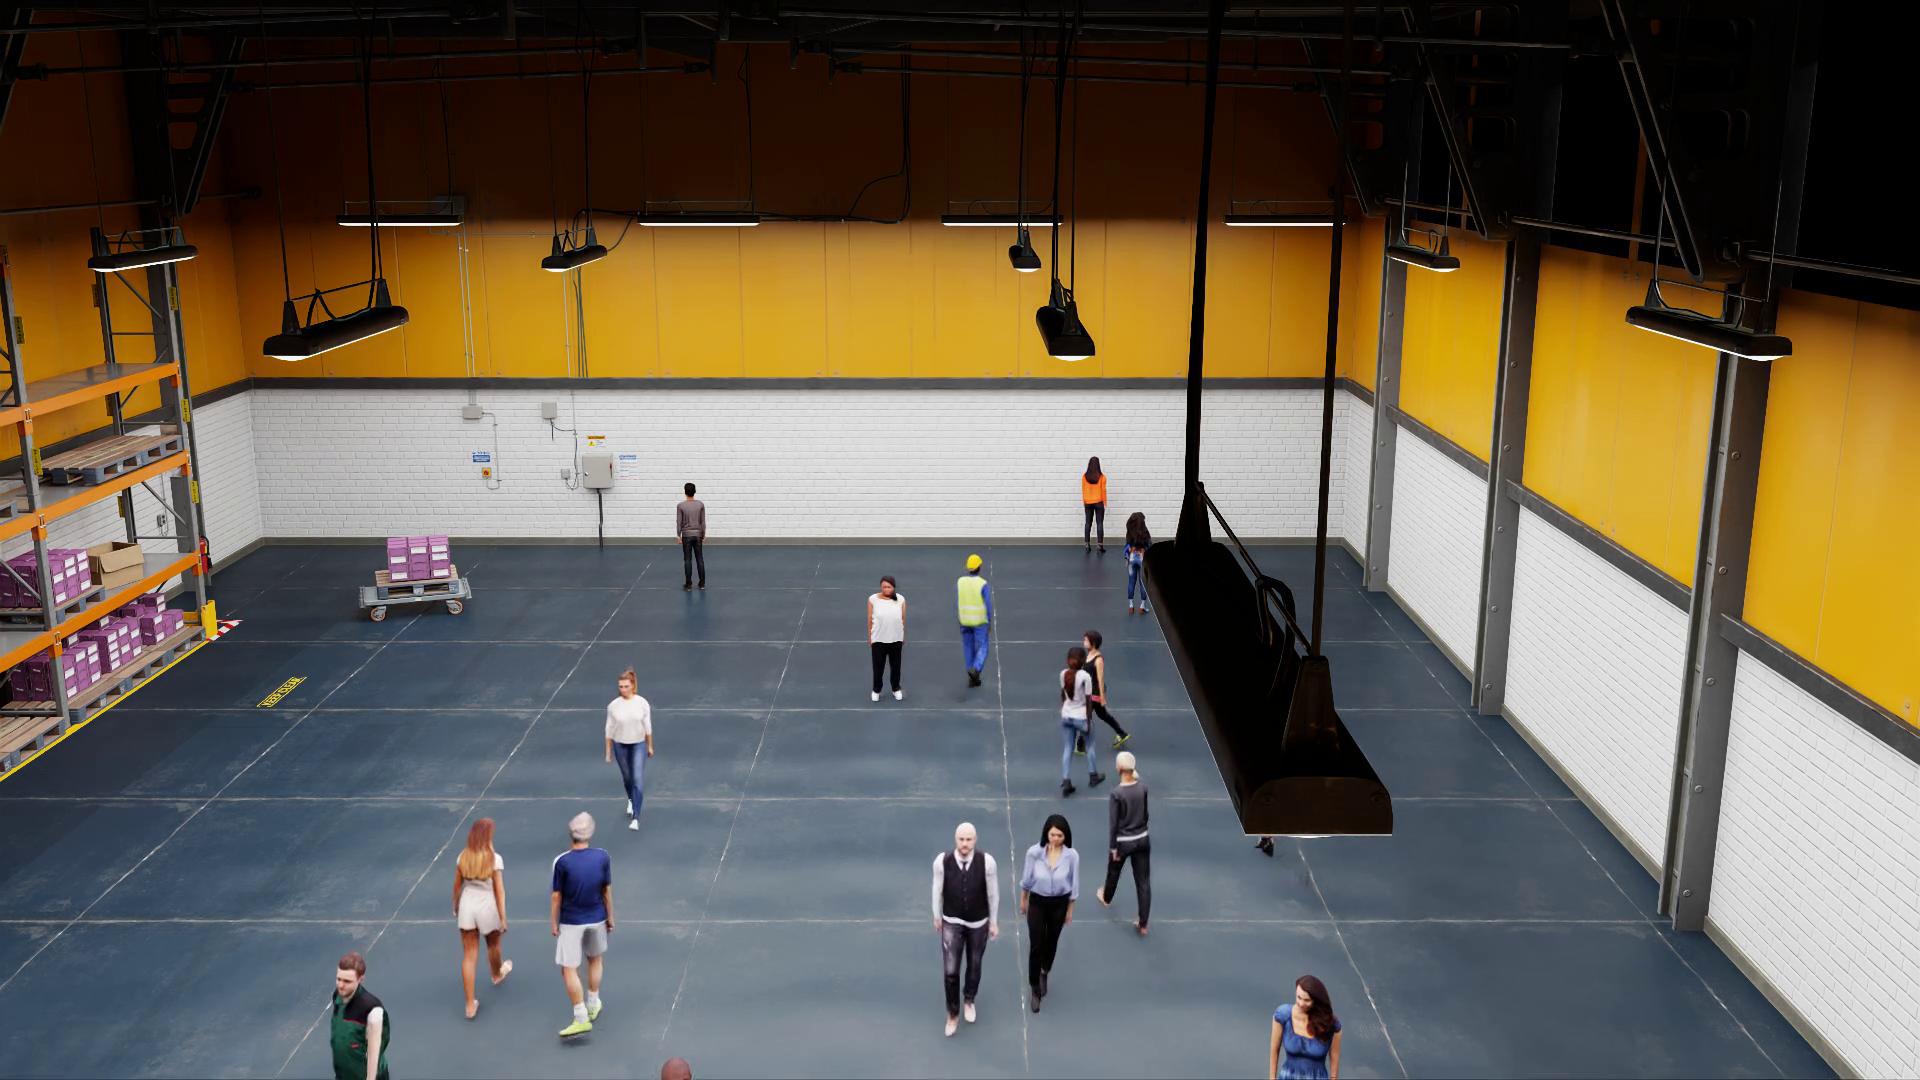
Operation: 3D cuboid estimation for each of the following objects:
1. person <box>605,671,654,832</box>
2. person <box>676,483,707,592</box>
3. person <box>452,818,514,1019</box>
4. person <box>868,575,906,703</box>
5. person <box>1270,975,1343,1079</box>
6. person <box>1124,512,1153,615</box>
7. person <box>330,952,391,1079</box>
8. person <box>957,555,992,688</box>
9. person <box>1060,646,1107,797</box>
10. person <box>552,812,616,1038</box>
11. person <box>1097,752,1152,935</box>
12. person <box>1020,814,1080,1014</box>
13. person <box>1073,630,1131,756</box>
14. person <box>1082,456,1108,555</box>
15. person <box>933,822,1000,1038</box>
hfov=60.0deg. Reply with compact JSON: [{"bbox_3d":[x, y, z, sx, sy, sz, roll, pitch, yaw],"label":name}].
[{"bbox_3d":[-3.551,2.238,17.922,0.665,1.670,1.118,-1,14,-3],"label":"person"},{"bbox_3d":[-4.386,-0.060,27.213,0.705,1.765,0.660,-4,14,-15],"label":"person"},{"bbox_3d":[-4.055,3.199,13.993,0.777,1.651,1.072,1,14,3],"label":"person"},{"bbox_3d":[-0.949,1.273,21.870,0.679,1.687,0.640,-2,14,-8],"label":"person"},{"bbox_3d":[2.325,3.776,11.281,0.736,1.807,0.691,4,14,18],"label":"person"},{"bbox_3d":[2.774,0.343,25.867,0.679,1.615,0.669,5,15,21],"label":"person"},{"bbox_3d":[-4.088,3.701,11.603,1.050,1.801,1.238,9,16,33],"label":"person"},{"bbox_3d":[0.151,1.117,22.273,0.790,1.801,0.902,5,14,19],"label":"person"},{"bbox_3d":[1.263,2.046,18.638,0.876,1.707,0.989,9,17,34],"label":"person"},{"bbox_3d":[-3.109,3.180,13.750,0.923,1.803,1.001,-9,16,-32],"label":"person"},{"bbox_3d":[1.616,2.835,15.429,0.838,1.684,1.126,-4,14,-16],"label":"person"},{"bbox_3d":[0.762,3.107,14.227,0.651,1.720,0.762,1,14,4],"label":"person"},{"bbox_3d":[1.694,1.826,19.945,0.656,1.518,0.997,-1,14,-6],"label":"person"},{"bbox_3d":[2.393,-0.636,29.625,0.704,1.748,0.703,7,15,26],"label":"person"},{"bbox_3d":[0.053,3.156,13.849,0.704,1.803,0.779,-1,14,-4],"label":"person"}]
